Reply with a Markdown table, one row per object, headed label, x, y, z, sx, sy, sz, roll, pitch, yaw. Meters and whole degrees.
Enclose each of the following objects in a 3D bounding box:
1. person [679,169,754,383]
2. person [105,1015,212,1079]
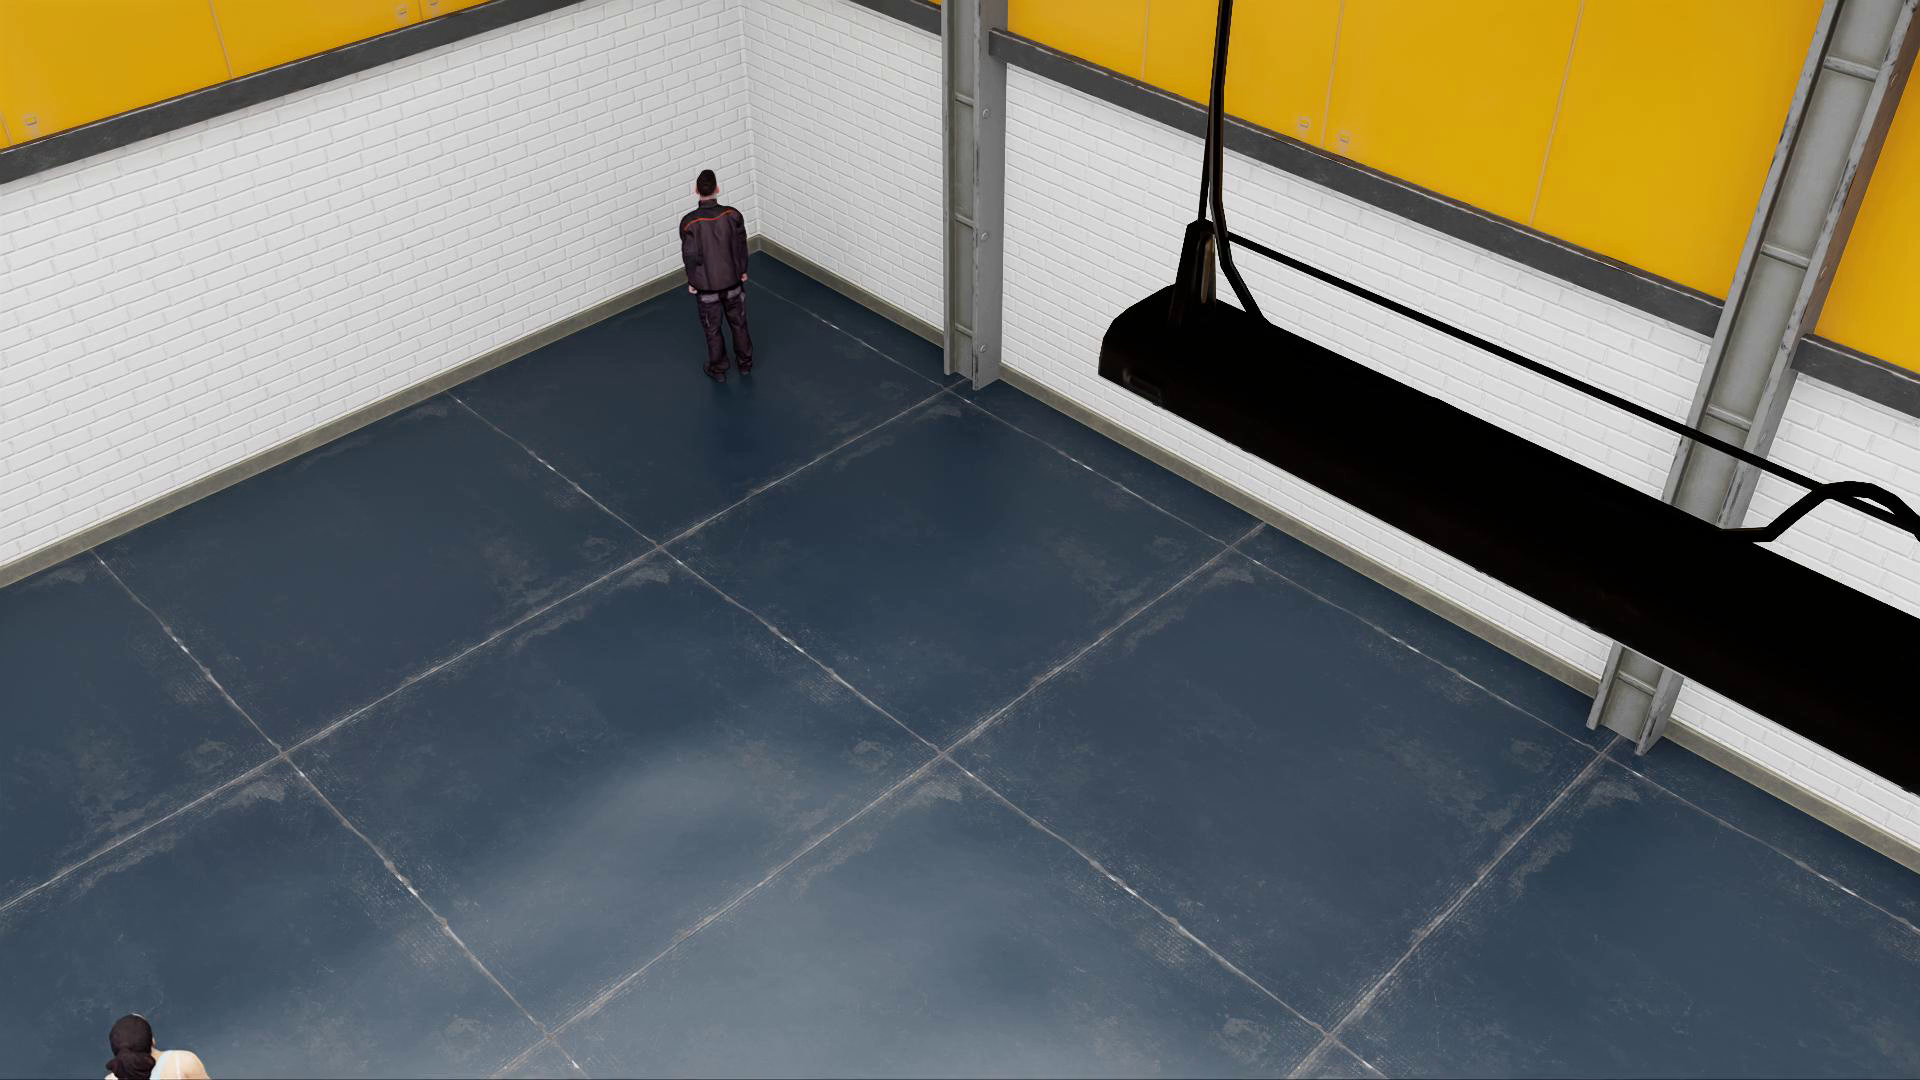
| label | x | y | z | sx | sy | sz | roll | pitch | yaw |
| --- | --- | --- | --- | --- | --- | --- | --- | --- | --- |
| person | -1.989 | -2.163 | 13.641 | 0.792 | 1.850 | 0.747 | -16 | 41 | -19 |
| person | -3.530 | 2.722 | 7.592 | 0.665 | 1.765 | 0.691 | -16 | 41 | -19 |
